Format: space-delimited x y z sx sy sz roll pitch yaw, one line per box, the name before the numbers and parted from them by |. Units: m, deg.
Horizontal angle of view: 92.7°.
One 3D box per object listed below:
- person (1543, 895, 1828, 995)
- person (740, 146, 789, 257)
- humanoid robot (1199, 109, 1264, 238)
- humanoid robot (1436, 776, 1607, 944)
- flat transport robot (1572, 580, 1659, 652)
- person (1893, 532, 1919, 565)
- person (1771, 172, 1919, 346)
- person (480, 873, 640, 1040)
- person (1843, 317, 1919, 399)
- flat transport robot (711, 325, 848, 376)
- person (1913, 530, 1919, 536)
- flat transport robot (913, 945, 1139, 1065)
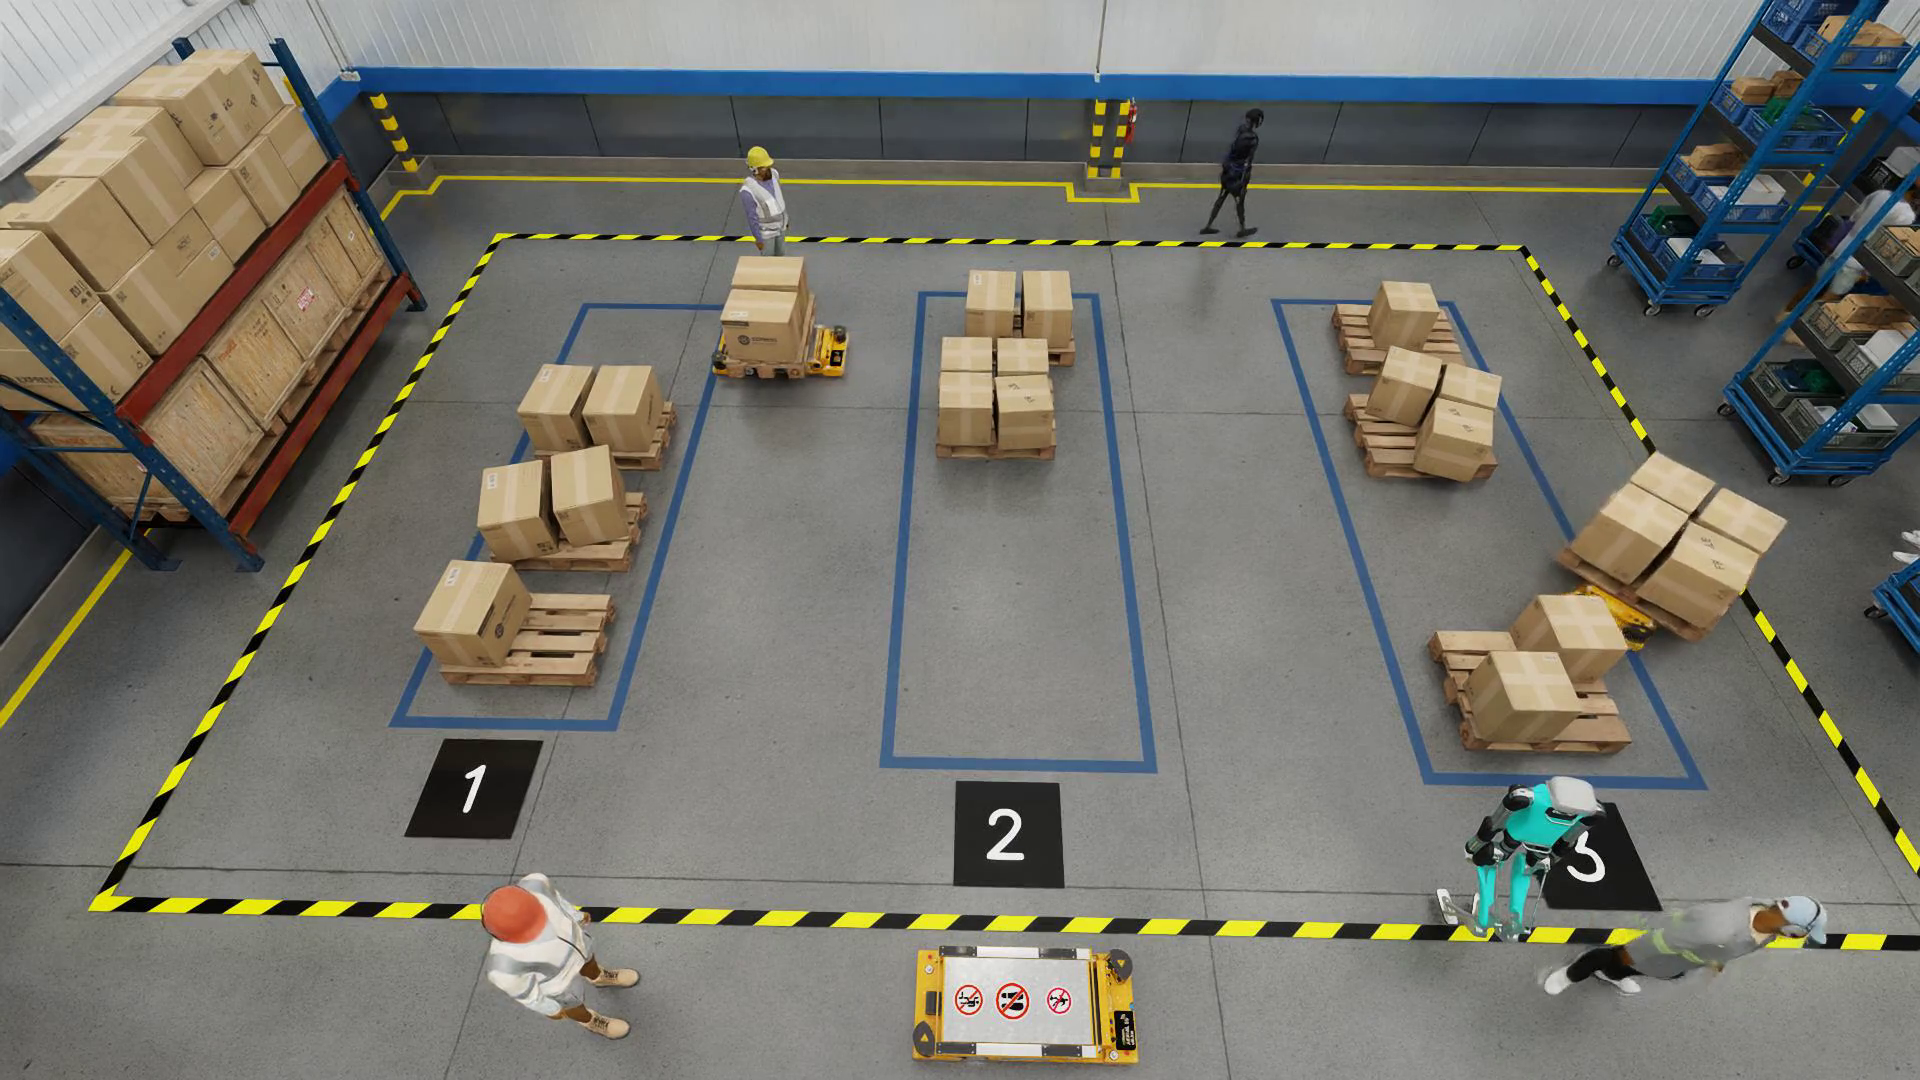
person | 4.270 2.469 5.480 0.727 1.809 0.384 -7 51 -6
person | -2.139 -3.550 10.368 0.404 1.837 0.589 21 54 16
humanoid robot | 3.454 -4.503 11.263 0.695 1.633 0.603 -7 51 -6
humanoid robot | 3.474 2.124 5.723 0.533 1.673 0.735 10 52 8
flat transport robot | 6.071 0.347 8.185 1.431 0.197 0.652 -35 59 -25
person | 8.906 -0.438 7.779 0.592 1.919 0.393 -36 59 -26
person | 9.615 -3.052 9.838 0.396 2.042 0.610 3 51 3
person | -2.306 2.444 5.354 0.388 2.035 0.613 0 51 0
person | 9.281 -1.924 9.026 0.328 1.865 0.517 13 52 10
flat transport robot | -1.997 -2.124 10.199 1.431 0.197 0.652 1 51 1
person | 9.217 -0.580 8.008 0.485 1.739 0.310 -18 53 -14
flat transport robot | 0.422 3.041 6.007 1.431 0.231 0.659 1 51 1
